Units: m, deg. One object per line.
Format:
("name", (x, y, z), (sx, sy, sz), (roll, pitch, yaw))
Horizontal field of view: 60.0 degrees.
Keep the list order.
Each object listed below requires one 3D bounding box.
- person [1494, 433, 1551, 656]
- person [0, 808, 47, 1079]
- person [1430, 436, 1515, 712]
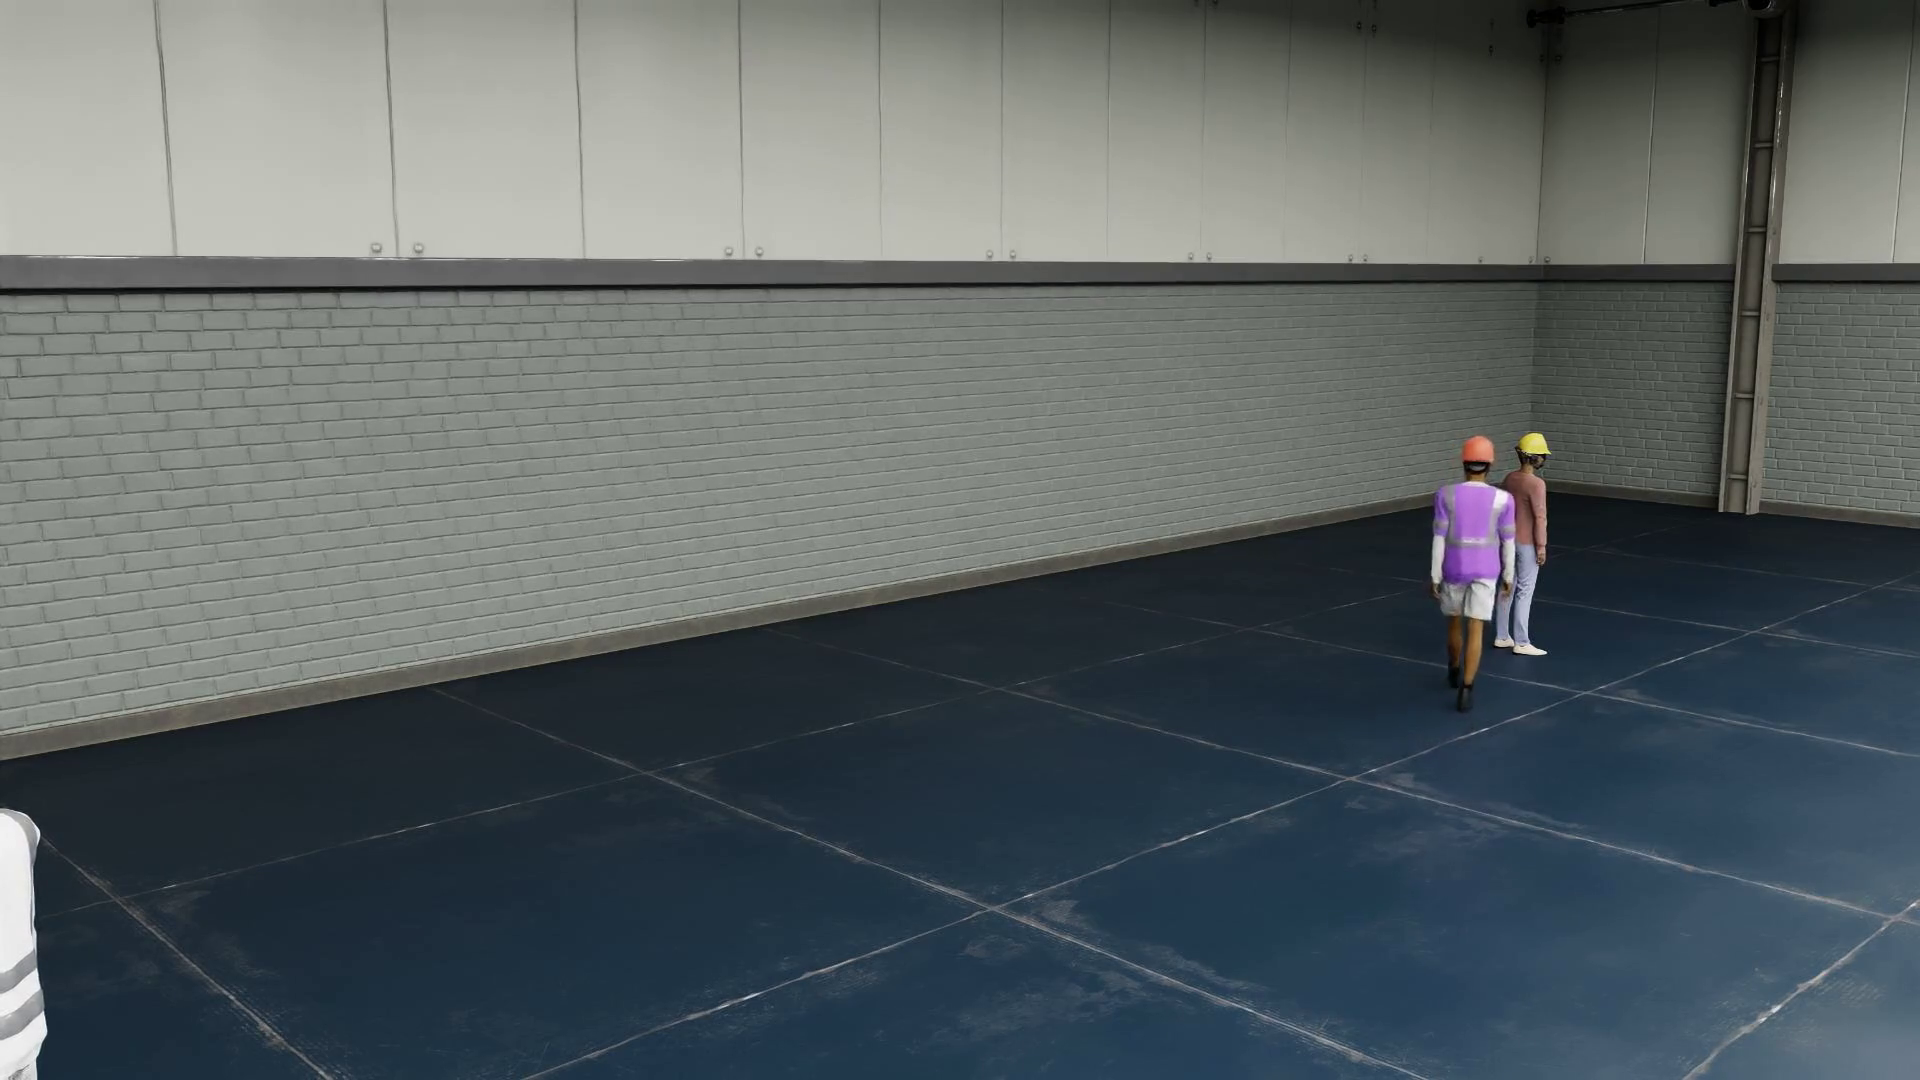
("person", (4.500, 0.030, 13.234), (0.327, 1.767, 0.533), (-2, 9, -15))
("person", (-2.649, 1.389, 4.444), (0.356, 1.883, 0.574), (-1, 9, -4))
("person", (3.622, 0.208, 11.761), (0.564, 1.878, 1.004), (3, 10, 18))
